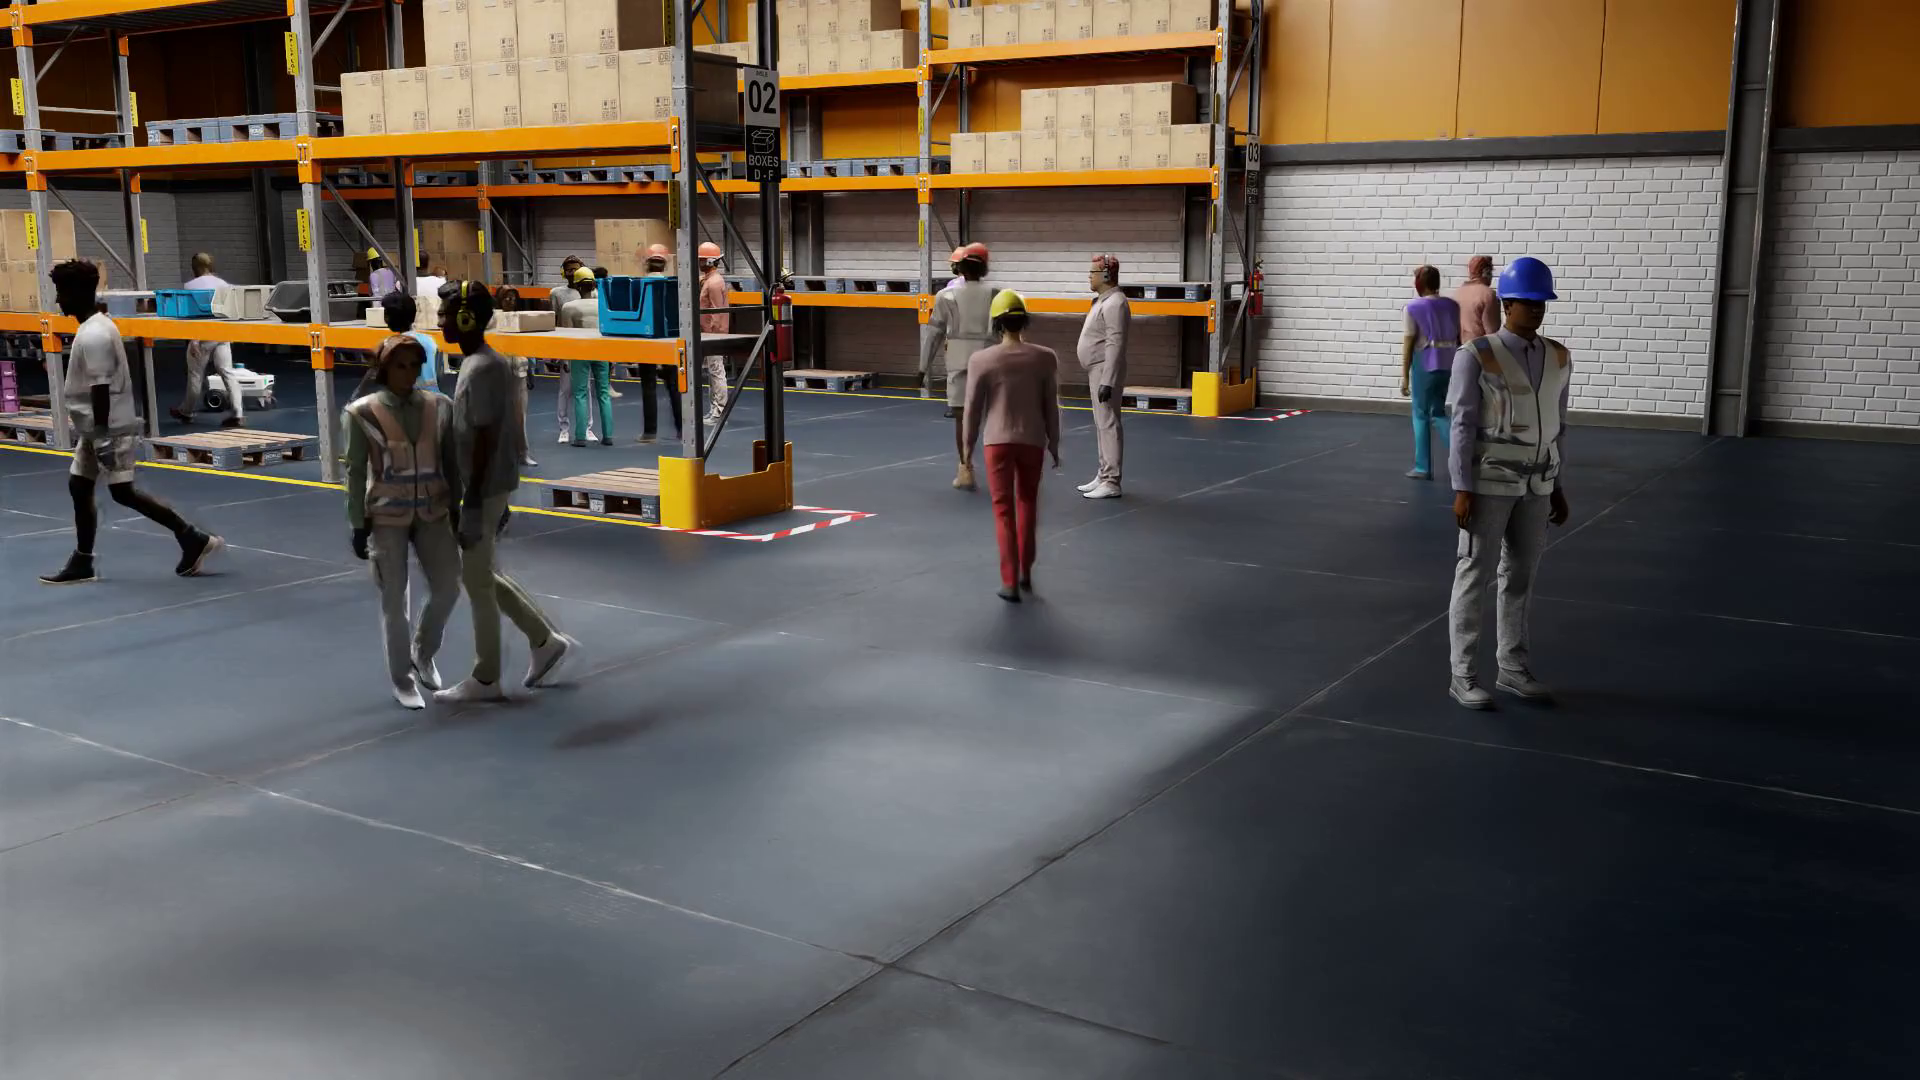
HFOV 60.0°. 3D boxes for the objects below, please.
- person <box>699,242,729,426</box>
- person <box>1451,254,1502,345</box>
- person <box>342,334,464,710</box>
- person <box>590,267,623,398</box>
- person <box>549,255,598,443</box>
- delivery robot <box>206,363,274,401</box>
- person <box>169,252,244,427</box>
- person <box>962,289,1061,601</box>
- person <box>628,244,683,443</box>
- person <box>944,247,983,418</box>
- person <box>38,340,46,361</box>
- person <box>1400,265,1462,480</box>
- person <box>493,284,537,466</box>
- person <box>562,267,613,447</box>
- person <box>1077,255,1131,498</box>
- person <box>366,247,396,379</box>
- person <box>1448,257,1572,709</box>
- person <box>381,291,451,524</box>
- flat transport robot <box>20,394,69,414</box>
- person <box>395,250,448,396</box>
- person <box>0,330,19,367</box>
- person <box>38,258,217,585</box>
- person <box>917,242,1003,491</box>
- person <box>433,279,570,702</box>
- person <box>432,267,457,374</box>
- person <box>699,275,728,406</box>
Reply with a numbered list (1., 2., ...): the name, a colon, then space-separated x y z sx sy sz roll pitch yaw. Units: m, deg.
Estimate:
1. person: -2.713 -2.250 18.224 0.376 1.995 0.612 -2 10 -11
2. person: 4.733 -1.645 15.150 0.504 1.895 0.693 -3 11 -16
3. person: -2.376 -0.072 7.174 0.540 1.626 0.382 -8 13 -37
4. person: -4.642 -2.652 21.318 0.500 1.682 0.552 -5 11 -26
5. person: -3.845 -1.905 16.656 0.521 1.874 0.328 -4 11 -22
6. delivery robot: -8.547 -1.855 19.766 0.707 0.478 0.477 -1 10 -6
7. person: -8.211 -2.175 18.102 1.025 1.881 0.658 5 11 27
8. person: 0.281 -0.548 9.484 0.547 1.740 0.662 -2 10 -12
9. person: -3.022 -1.956 16.653 0.657 1.975 0.411 -5 12 -28
10. person: 0.028 -2.355 18.954 0.345 1.940 0.551 10 14 43
11. person: -15.347 -3.809 27.892 0.500 1.627 0.273 7 12 33
12. person: 3.994 -1.395 13.989 0.573 1.820 0.559 -5 11 -25
13. person: -4.020 -1.449 14.799 0.516 1.633 0.313 -8 13 -38
14. person: -3.658 -1.791 16.346 0.526 1.760 0.341 -6 12 -32
15. person: 1.126 -1.283 13.112 0.409 1.909 0.640 0 10 -1
16. person: -8.425 -3.293 24.220 0.381 1.917 0.585 2 10 10
17. person: 2.391 -0.244 7.239 0.601 1.948 0.386 -4 11 -21
18. person: -3.677 -0.838 11.255 0.384 1.679 0.559 4 11 19
19. flat transport robot: -10.259 -1.542 19.080 1.431 0.197 0.652 6 12 31
20. person: -6.207 -2.395 19.288 0.591 1.908 0.393 -5 11 -26
21. person: -14.983 -3.533 25.904 0.612 1.785 0.724 7 13 35
22. person: -4.960 -0.690 9.799 0.916 1.929 0.601 -5 11 -27
23. person: 0.028 -1.437 13.712 0.764 1.984 0.983 -1 10 -8
24. person: -2.059 -0.205 7.278 0.531 1.858 0.543 -2 10 -10
25. person: -7.803 -3.287 25.004 0.284 1.626 0.495 4 11 23
26. person: -2.831 -2.116 18.483 0.506 1.633 0.279 -4 11 -21
